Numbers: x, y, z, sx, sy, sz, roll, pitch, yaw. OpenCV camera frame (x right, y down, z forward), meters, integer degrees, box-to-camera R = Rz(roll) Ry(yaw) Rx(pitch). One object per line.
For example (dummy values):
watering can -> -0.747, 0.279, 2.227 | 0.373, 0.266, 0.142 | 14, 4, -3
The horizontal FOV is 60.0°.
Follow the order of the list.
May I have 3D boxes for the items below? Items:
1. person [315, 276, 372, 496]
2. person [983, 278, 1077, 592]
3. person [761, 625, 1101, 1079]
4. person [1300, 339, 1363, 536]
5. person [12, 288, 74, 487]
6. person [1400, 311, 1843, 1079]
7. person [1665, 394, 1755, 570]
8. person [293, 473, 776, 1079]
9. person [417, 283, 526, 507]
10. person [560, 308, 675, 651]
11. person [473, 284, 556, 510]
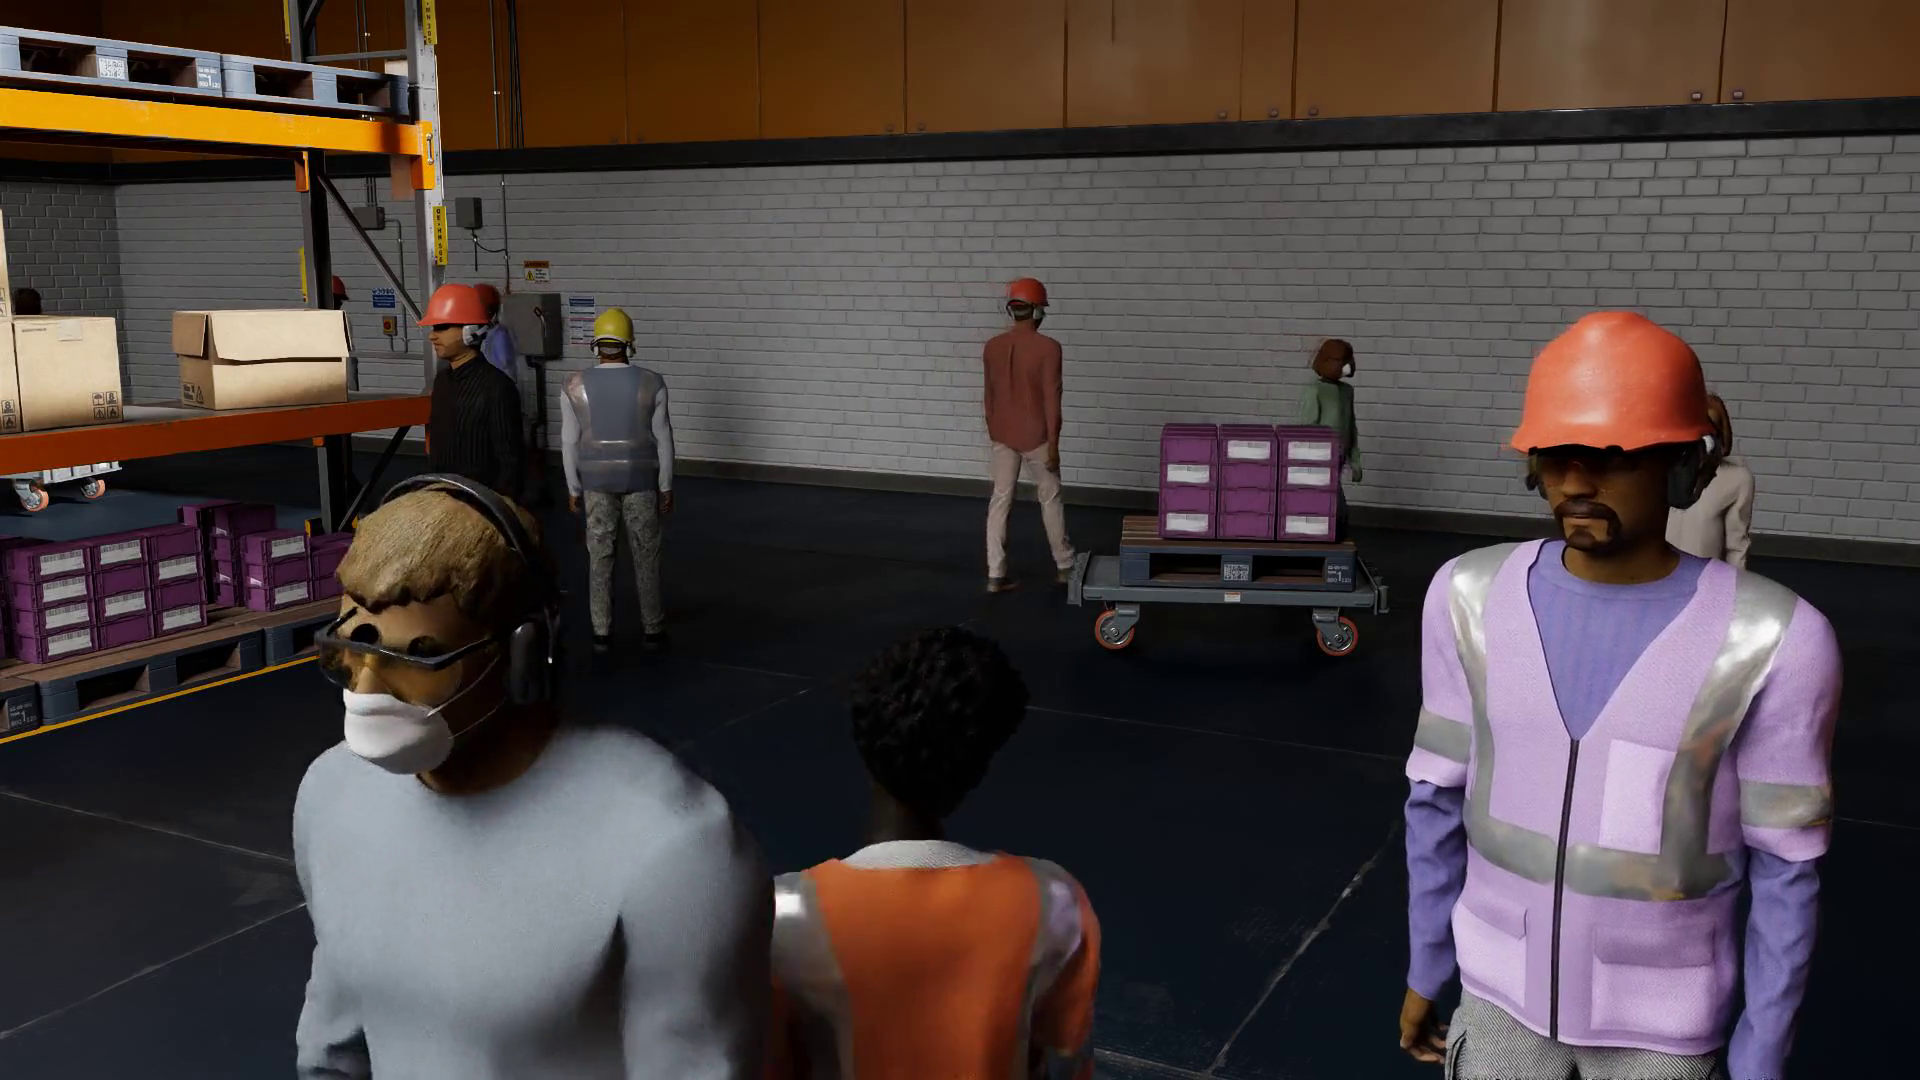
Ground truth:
person -> -5.484, -1.344, 14.586 | 0.543, 1.927, 0.375 | 3, 10, 18
person -> 0.481, -0.668, 10.576 | 0.645, 1.957, 0.884 | 7, 12, 37
person -> -0.095, 0.940, 2.122 | 0.613, 1.658, 0.361 | -4, 11, -24
person -> 2.326, -0.489, 10.601 | 0.839, 1.593, 0.511 | 9, 13, 41
person -> -8.325, -1.360, 15.005 | 0.580, 1.813, 0.646 | -1, 10, -8
person -> 0.942, 0.684, 2.510 | 0.609, 2.043, 0.397 | 8, 13, 38
person -> 2.809, 0.219, 6.521 | 0.509, 1.583, 0.875 | 4, 11, 21
person -> -0.499, 0.874, 1.820 | 0.673, 1.903, 0.729 | 6, 12, 32
person -> -2.111, -0.102, 7.192 | 0.610, 1.996, 0.384 | 9, 14, 43
person -> -1.816, -0.315, 8.893 | 0.586, 1.835, 0.403 | -1, 10, -6
person -> -3.789, -1.132, 13.522 | 1.013, 1.877, 0.553 | -4, 11, -23
